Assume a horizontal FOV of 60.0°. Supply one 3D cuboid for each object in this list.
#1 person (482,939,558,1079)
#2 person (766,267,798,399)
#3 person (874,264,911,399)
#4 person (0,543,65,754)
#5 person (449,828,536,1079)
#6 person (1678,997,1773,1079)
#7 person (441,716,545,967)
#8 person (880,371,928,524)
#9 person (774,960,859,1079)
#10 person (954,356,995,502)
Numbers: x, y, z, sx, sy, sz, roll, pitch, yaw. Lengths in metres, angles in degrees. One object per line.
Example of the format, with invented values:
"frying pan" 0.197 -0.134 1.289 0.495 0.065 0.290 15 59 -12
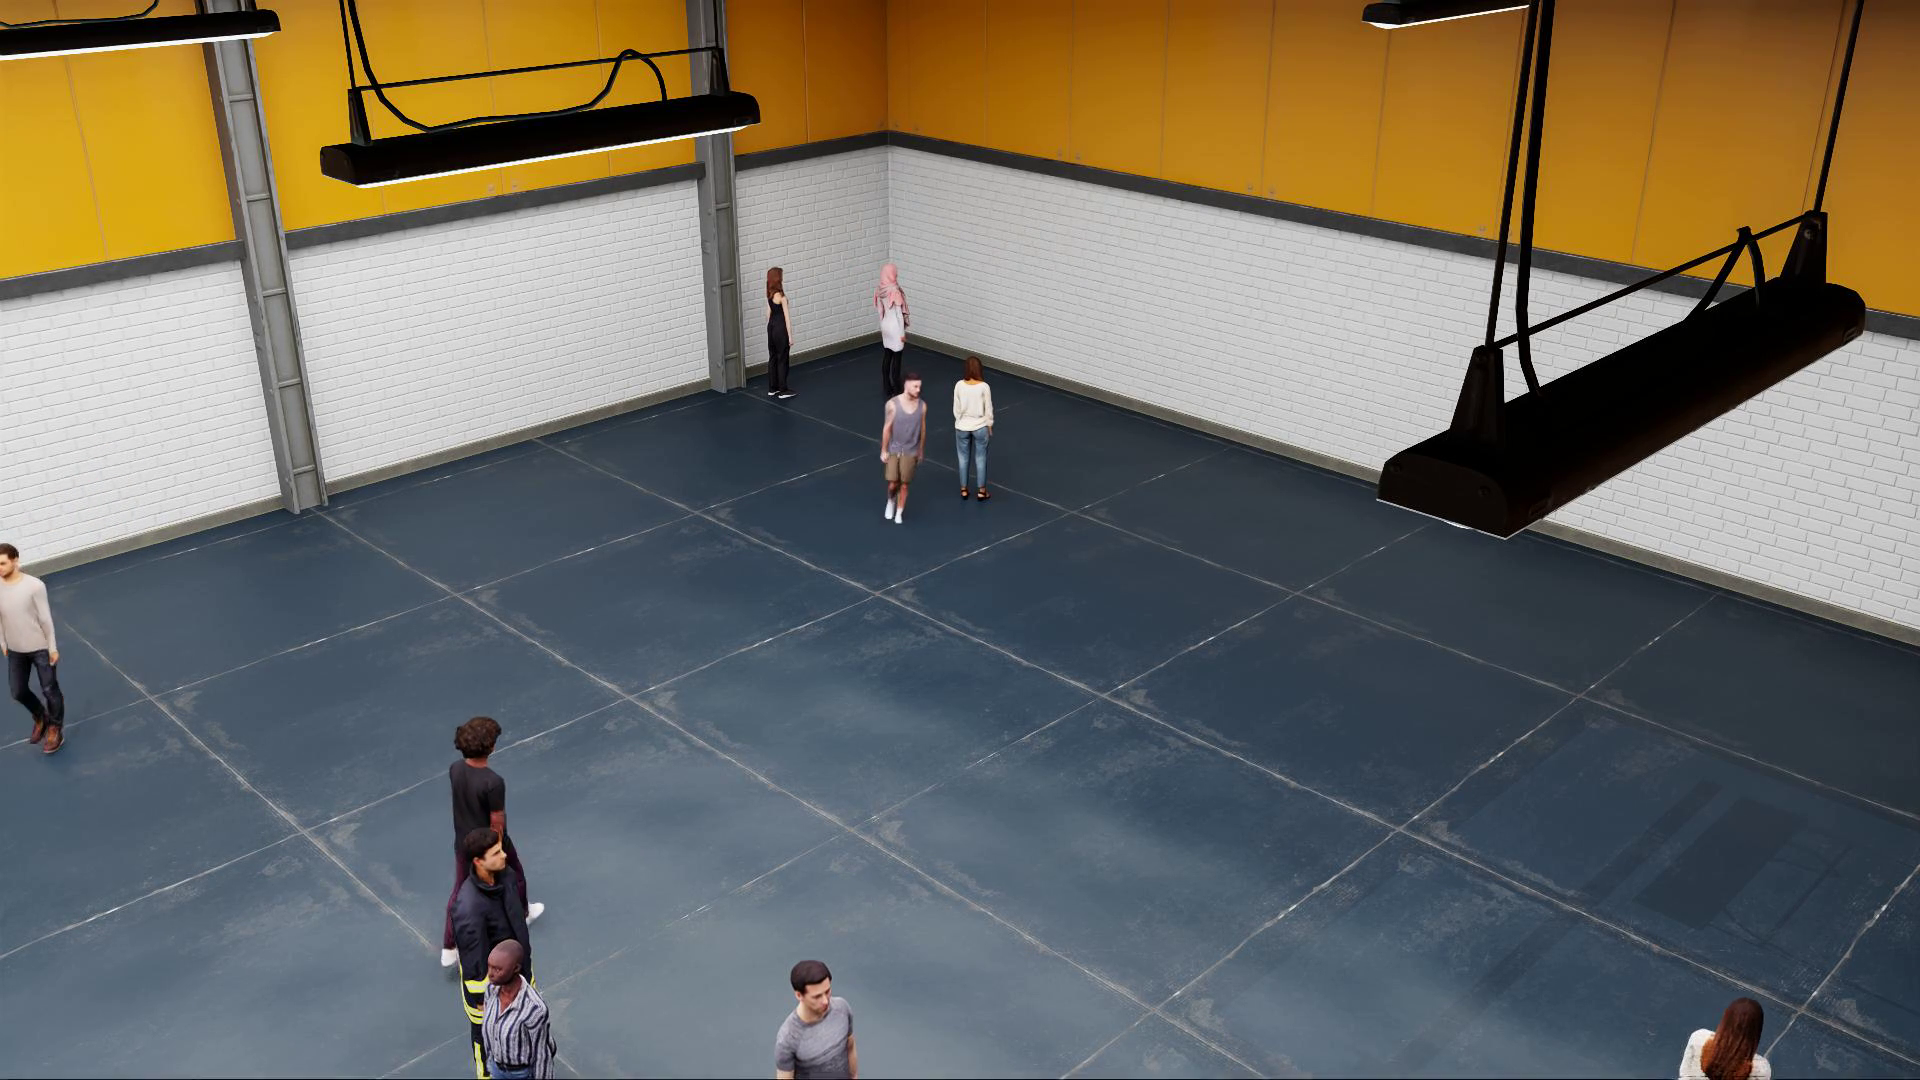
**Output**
"person" -2.374 2.918 9.030 0.660 1.796 0.591 15 28 30
"person" -2.425 -2.763 22.090 0.588 1.745 0.497 21 31 39
"person" -0.899 -2.782 22.059 0.612 1.804 0.643 -19 30 -36
"person" -7.611 0.842 13.702 0.755 1.857 0.829 -2 24 -4
"person" -2.739 2.515 9.788 0.950 1.926 0.836 4 24 10
"person" 3.904 3.129 8.699 0.670 1.674 1.045 20 30 37
"person" -3.252 2.035 11.108 0.940 1.750 1.211 8 25 18
"person" -0.634 -0.998 18.242 0.813 1.811 0.901 -3 24 -6
"person" -0.750 2.981 8.801 0.492 1.863 0.721 -21 31 -39
"person" 0.143 -1.252 18.717 0.697 1.678 0.695 7 25 17
